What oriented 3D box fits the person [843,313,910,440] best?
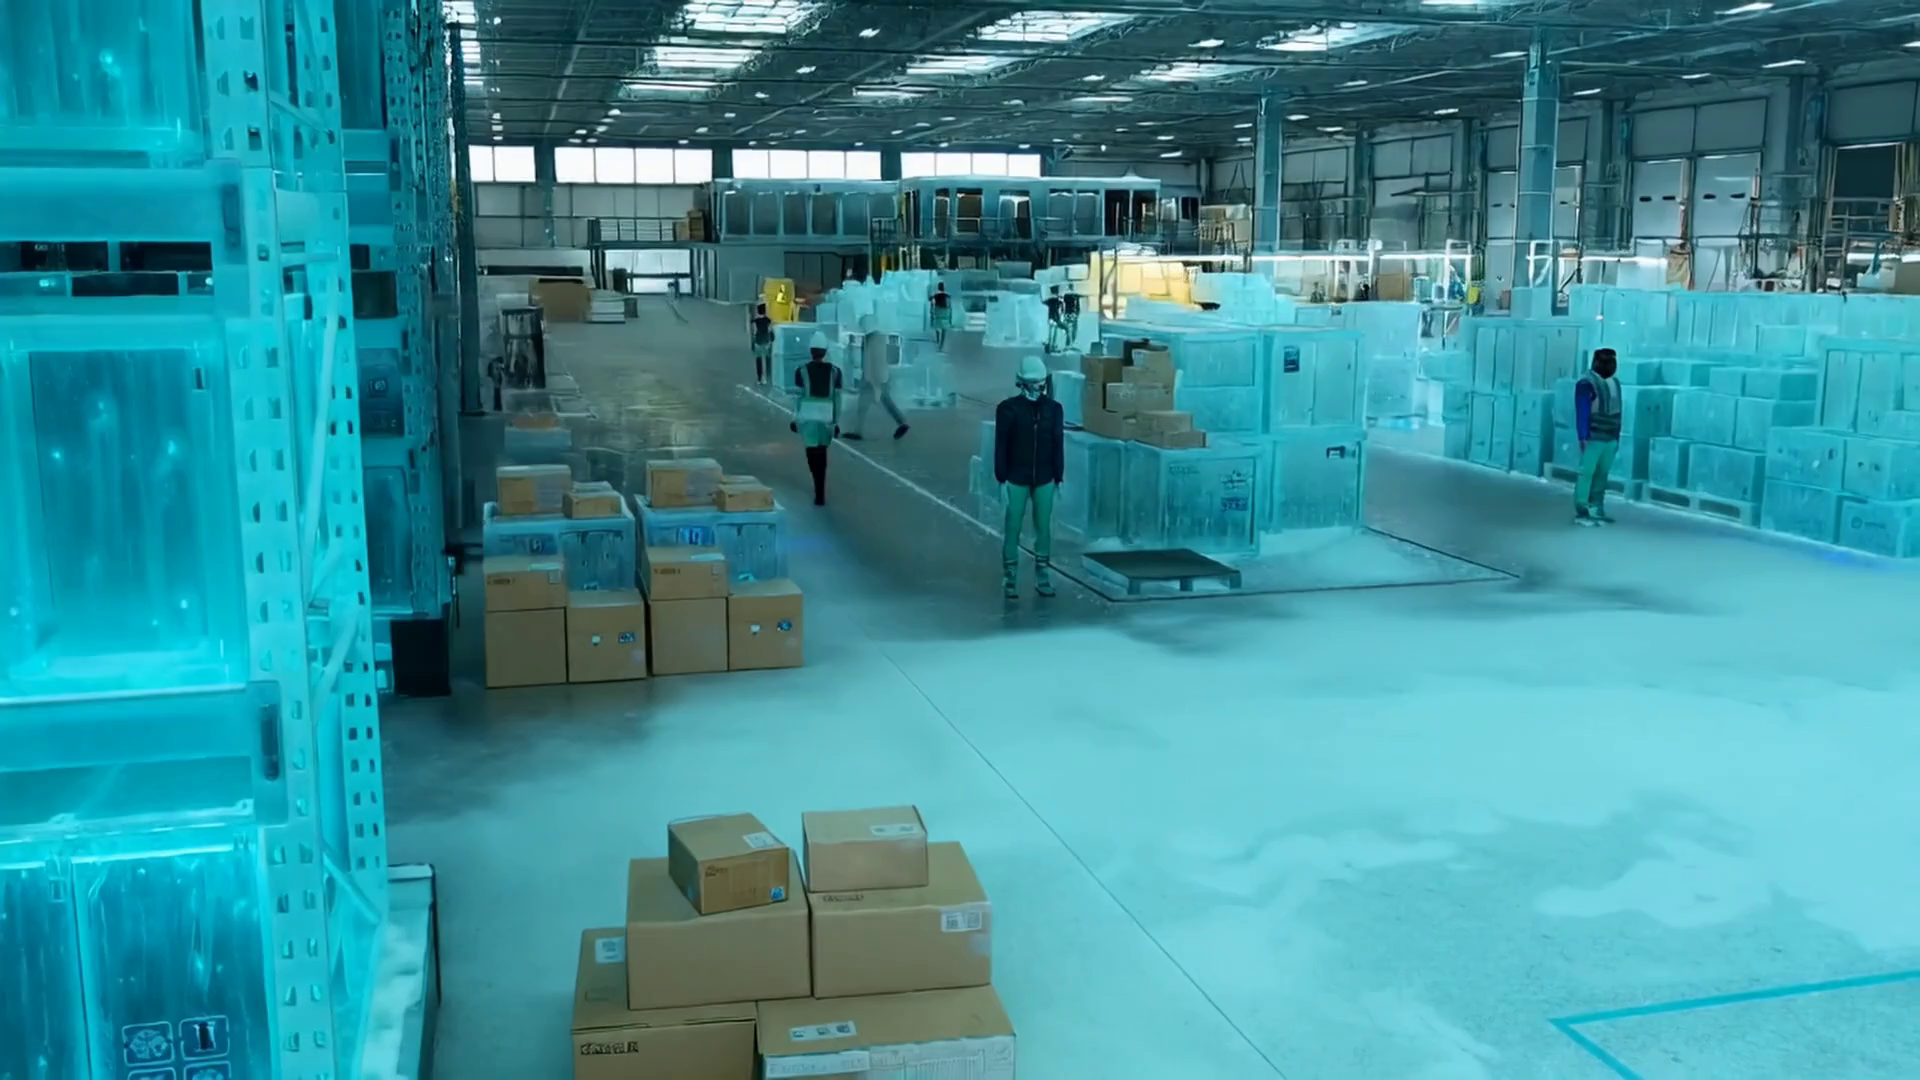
[{"bbox_3d":[-1.230,-2.421,24.685,0.974,1.904,0.630,3,10,14],"label":"person"}]

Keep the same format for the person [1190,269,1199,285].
[{"bbox_3d":[10.104,-10.561,70.770,0.869,1.884,0.625,-3,10,-14],"label":"person"}]

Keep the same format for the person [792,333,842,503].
[{"bbox_3d":[-1.596,-1.383,18.793,0.546,1.904,0.939,-3,11,-18],"label":"person"}]

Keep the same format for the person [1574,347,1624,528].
[{"bbox_3d":[6.556,-1.050,17.050,0.632,1.846,0.429,-7,12,-34],"label":"person"}]

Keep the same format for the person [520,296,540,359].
[{"bbox_3d":[-10.851,-5.363,42.114,0.545,1.602,0.782,-2,10,-10],"label":"person"}]

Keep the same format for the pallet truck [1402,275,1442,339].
[{"bbox_3d":[14.620,-7.324,52.145,0.823,1.965,1.885,8,13,40],"label":"pallet truck"}]

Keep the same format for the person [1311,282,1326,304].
[{"bbox_3d":[10.125,-6.329,46.895,0.523,1.867,0.587,-6,12,-32],"label":"person"}]

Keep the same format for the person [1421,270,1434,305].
[{"bbox_3d":[21.511,-11.523,76.511,0.572,1.805,0.668,-9,13,-40],"label":"person"}]

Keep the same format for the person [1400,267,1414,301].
[{"bbox_3d":[20.772,-11.720,77.310,0.936,1.895,0.609,9,13,41],"label":"person"}]

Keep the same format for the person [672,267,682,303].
[{"bbox_3d":[-14.308,-12.857,84.001,0.531,1.809,0.872,-3,10,-17],"label":"person"}]

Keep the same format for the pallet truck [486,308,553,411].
[{"bbox_3d":[-6.242,-2.418,24.362,0.823,1.965,1.885,1,10,3],"label":"pallet truck"}]

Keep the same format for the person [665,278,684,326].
[{"bbox_3d":[-10.325,-8.571,59.975,0.698,1.725,0.485,1,10,7],"label":"person"}]

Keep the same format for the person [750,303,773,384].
[{"bbox_3d":[-4.130,-4.093,34.729,0.542,1.690,0.465,-6,12,-33],"label":"person"}]

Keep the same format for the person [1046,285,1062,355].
[{"bbox_3d":[2.499,-5.830,44.087,0.333,1.860,0.528,-8,13,-38],"label":"person"}]

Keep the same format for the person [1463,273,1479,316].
[{"bbox_3d":[18.335,-8.602,59.623,0.581,1.919,0.400,-2,10,-9],"label":"person"}]

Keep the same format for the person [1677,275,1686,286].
[{"bbox_3d":[25.289,-8.350,58.335,0.328,1.865,0.508,1,10,7],"label":"person"}]

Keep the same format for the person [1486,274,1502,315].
[{"bbox_3d":[21.198,-9.613,65.694,0.950,1.798,0.641,6,12,31],"label":"person"}]

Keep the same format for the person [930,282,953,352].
[{"bbox_3d":[-0.503,-6.016,44.971,0.618,1.923,0.988,-1,10,-6],"label":"person"}]

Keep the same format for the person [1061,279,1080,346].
[{"bbox_3d":[3.190,-6.553,48.002,0.557,1.912,0.589,2,10,13],"label":"person"}]

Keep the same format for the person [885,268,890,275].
[{"bbox_3d":[-3.318,-11.595,76.652,0.337,1.882,0.585,-2,10,-12],"label":"person"}]

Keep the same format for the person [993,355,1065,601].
[{"bbox_3d":[0.571,-0.500,13.514,0.612,1.995,0.382,-3,11,-18],"label":"person"}]

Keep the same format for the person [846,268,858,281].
[{"bbox_3d":[-4.583,-10.423,69.860,0.617,1.937,1.039,7,12,36],"label":"person"}]

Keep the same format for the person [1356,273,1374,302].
[{"bbox_3d":[13.359,-7.752,54.448,0.978,2.000,0.682,4,11,23],"label":"person"}]
